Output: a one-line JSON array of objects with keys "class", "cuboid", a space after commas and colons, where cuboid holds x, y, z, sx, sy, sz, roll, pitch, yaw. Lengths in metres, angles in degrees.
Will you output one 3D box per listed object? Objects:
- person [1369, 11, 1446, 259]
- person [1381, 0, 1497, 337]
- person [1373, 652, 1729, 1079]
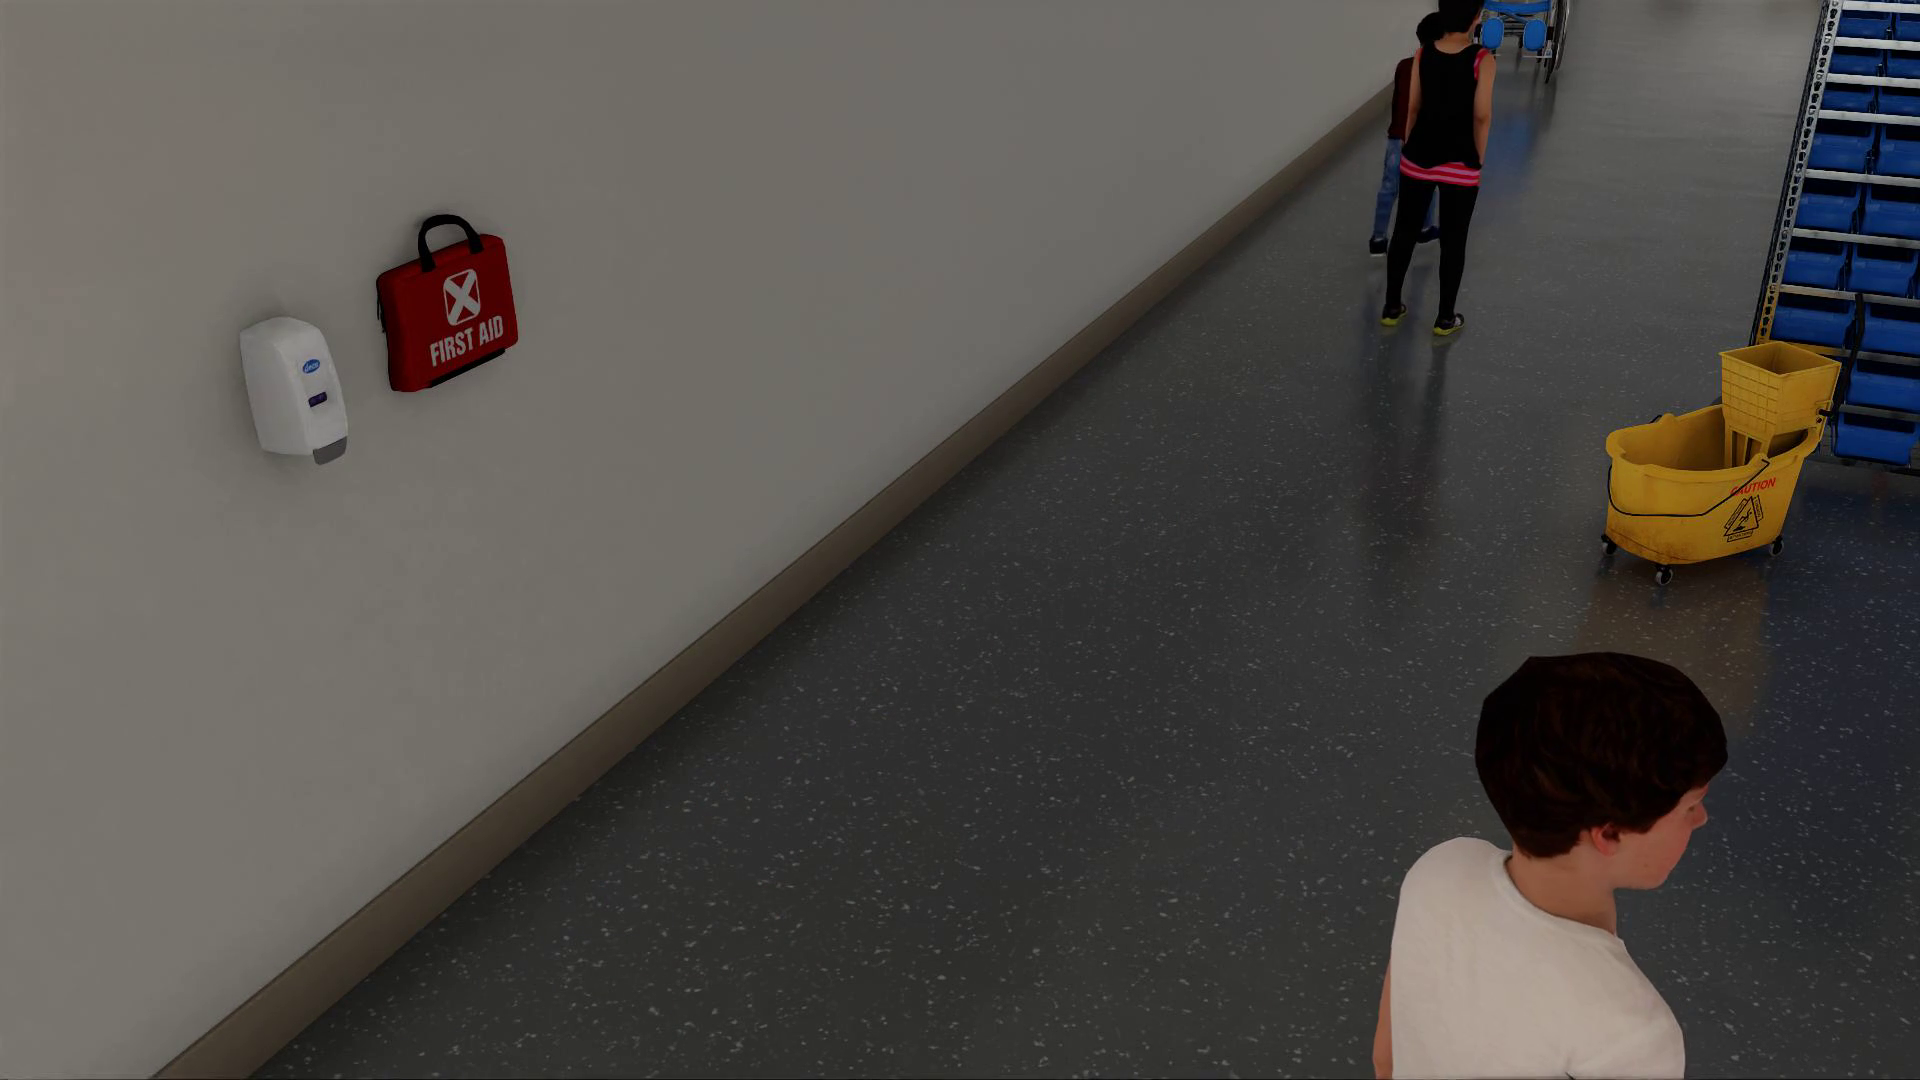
[{"class": "person", "cuboid": [2.267, -1.997, 8.398, 0.873, 1.219, 0.654, 17, 30, 31]}, {"class": "person", "cuboid": [2.139, -1.699, 7.399, 0.499, 1.550, 0.634, 18, 31, 32]}, {"class": "person", "cuboid": [0.604, 0.872, 1.947, 0.723, 1.654, 0.654, -11, 28, -22]}]
